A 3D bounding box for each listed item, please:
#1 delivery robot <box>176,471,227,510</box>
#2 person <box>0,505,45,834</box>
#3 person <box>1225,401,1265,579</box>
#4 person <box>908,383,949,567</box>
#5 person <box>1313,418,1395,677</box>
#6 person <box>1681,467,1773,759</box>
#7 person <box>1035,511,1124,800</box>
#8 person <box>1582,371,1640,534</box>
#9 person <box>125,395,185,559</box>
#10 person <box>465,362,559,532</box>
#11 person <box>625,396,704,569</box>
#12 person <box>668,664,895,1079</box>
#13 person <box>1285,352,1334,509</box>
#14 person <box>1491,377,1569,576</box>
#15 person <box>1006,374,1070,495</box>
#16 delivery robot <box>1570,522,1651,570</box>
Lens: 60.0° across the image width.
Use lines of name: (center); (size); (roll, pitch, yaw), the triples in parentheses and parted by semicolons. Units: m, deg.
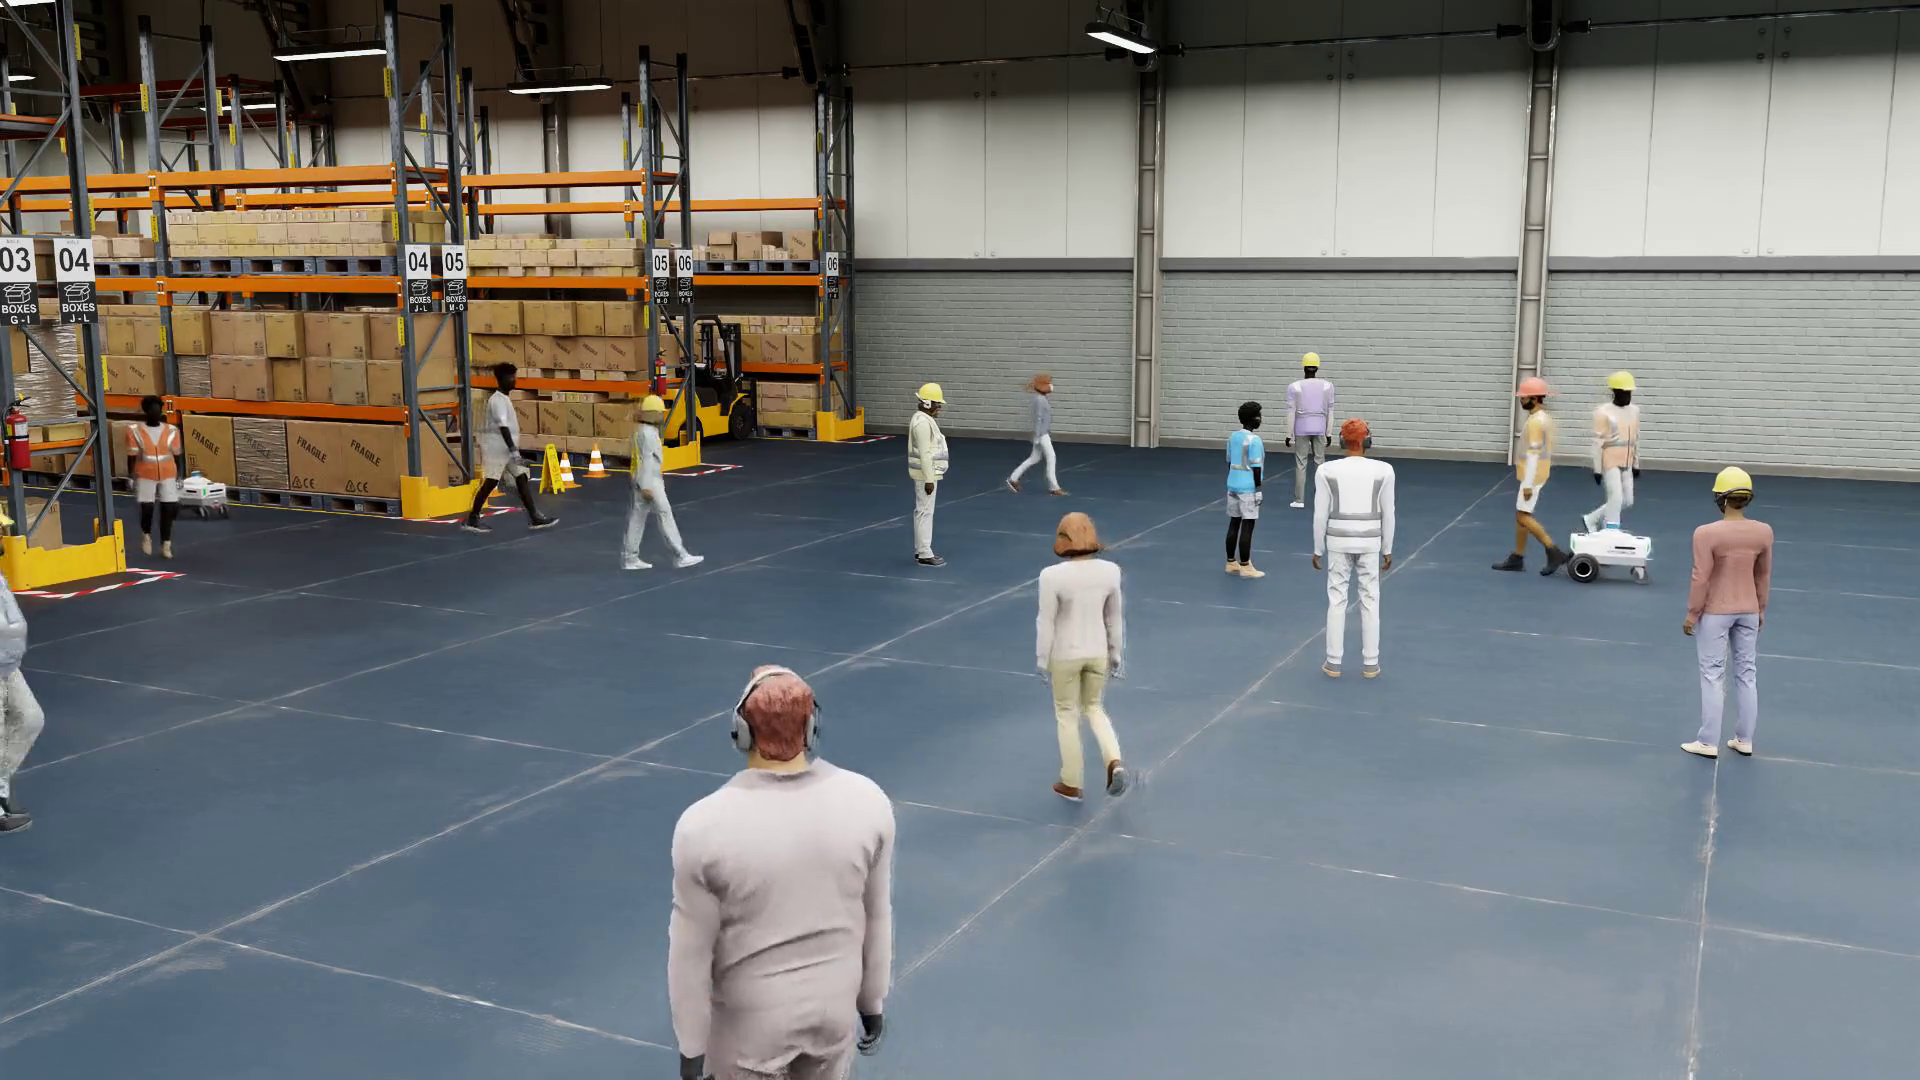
delivery robot: (-9.029, -0.572, 19.662); (0.707, 0.478, 0.477); (5, 11, 27)
person: (-5.038, 0.646, 8.627); (0.439, 1.816, 0.624); (-3, 10, -20)
person: (2.736, -0.484, 15.918); (0.319, 1.698, 0.539); (-3, 10, -20)
person: (-0.316, -0.648, 16.548); (0.403, 1.824, 0.586); (-1, 9, -6)
person: (2.842, 0.060, 12.021); (0.572, 1.886, 0.355); (2, 9, 10)
person: (4.626, 0.439, 10.064); (0.533, 1.767, 0.326); (-2, 9, -11)
person: (0.678, 0.658, 9.149); (0.503, 1.623, 0.434); (-4, 10, -25)
person: (6.783, -0.813, 17.306); (0.597, 1.905, 0.637); (-5, 11, -29)
person: (-8.141, -0.634, 16.858); (0.544, 1.683, 0.366); (-7, 12, -38)
person: (-5.108, -1.034, 18.669); (1.024, 1.916, 0.609); (-1, 9, -5)
person: (-2.934, -0.562, 16.345); (0.837, 1.702, 0.515); (-3, 10, -16)
person: (-0.465, 1.282, 4.528); (0.650, 1.887, 0.709); (-5, 10, -27)
person: (4.296, -1.339, 20.469); (0.585, 1.928, 0.369); (0, 9, -2)
person: (5.533, -0.612, 16.029); (0.618, 1.929, 0.560); (4, 10, 24)
person: (1.006, -1.376, 21.711); (0.804, 1.603, 0.505); (1, 9, 6)
delivery robot: (6.150, 0.072, 15.729); (0.707, 0.478, 0.477); (3, 10, 18)
